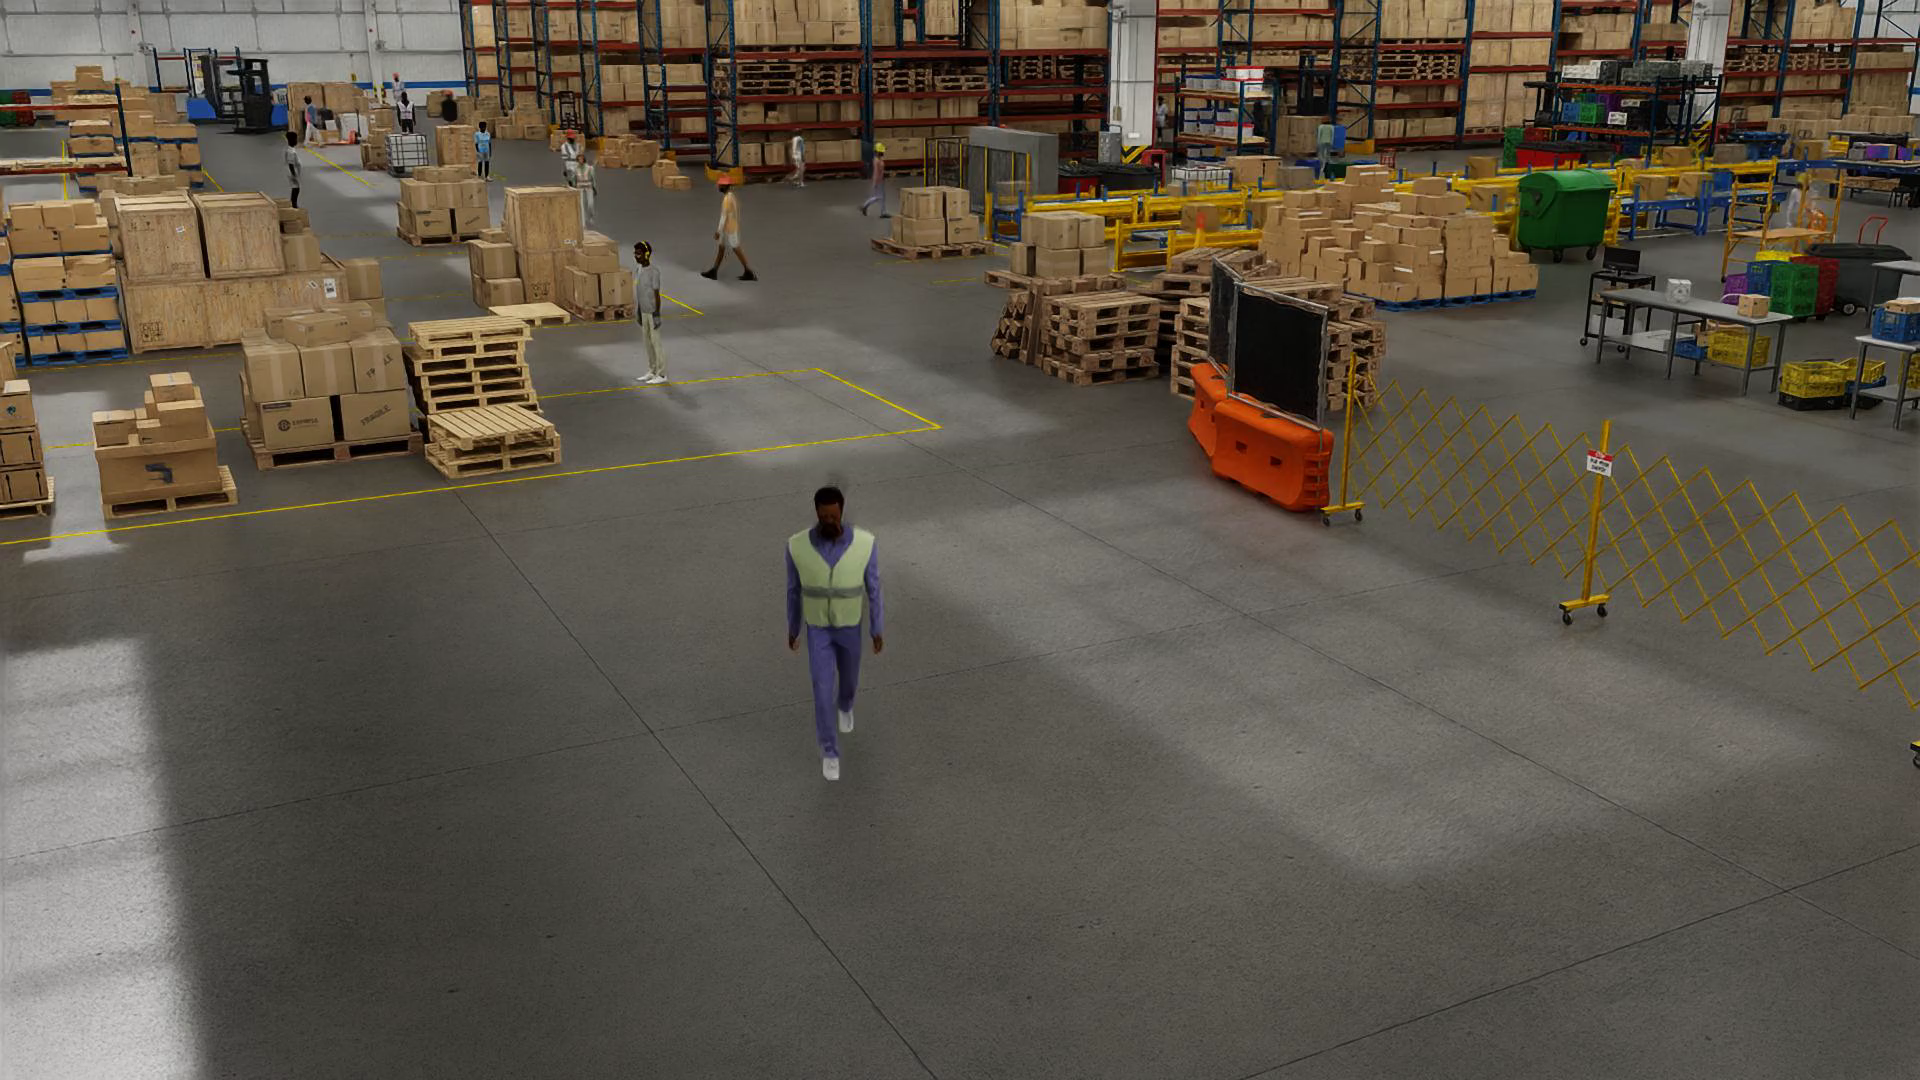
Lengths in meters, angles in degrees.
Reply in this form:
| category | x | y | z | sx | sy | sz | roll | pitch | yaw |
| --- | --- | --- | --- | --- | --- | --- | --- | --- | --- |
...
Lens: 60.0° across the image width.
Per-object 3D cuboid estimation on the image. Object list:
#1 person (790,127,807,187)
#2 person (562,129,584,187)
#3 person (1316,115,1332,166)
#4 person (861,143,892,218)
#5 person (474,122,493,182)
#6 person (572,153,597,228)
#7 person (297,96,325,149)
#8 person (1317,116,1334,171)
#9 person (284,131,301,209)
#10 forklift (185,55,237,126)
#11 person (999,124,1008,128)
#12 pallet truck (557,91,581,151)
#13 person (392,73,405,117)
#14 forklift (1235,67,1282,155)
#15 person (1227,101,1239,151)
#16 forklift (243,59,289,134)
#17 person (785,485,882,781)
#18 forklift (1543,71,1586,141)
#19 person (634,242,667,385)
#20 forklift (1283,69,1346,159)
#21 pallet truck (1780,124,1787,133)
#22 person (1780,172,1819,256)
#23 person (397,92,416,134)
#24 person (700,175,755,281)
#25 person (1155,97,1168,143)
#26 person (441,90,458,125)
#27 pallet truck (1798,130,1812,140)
| category | x | y | z | sx | sy | sz | roll | pitch | yaw |
| --- | --- | --- | --- | --- | --- | --- | --- | --- | --- |
| person | -4.418 | -10.440 | 45.387 | 0.437 | 1.626 | 0.530 | -9 | 20 | -27 |
| person | -9.469 | -9.126 | 40.861 | 0.598 | 1.909 | 0.464 | -15 | 23 | -39 |
| person | 11.126 | -12.151 | 50.765 | 0.508 | 1.619 | 0.629 | -13 | 22 | -34 |
| person | -1.953 | -8.377 | 38.782 | 0.629 | 1.739 | 0.536 | 4 | 18 | 11 |
| person | -13.427 | -10.942 | 46.883 | 0.334 | 1.686 | 0.532 | 15 | 23 | 39 |
| person | -8.402 | -7.825 | 37.239 | 0.542 | 1.624 | 0.499 | -2 | 18 | -5 |
| person | -22.654 | -14.525 | 57.871 | 0.925 | 1.794 | 0.635 | -6 | 19 | -17 |
| person | 10.979 | -11.927 | 50.026 | 0.502 | 1.632 | 0.279 | -3 | 18 | -8 |
| person | -15.782 | -8.680 | 39.387 | 0.381 | 1.956 | 0.606 | -7 | 19 | -20 |
| forklift | -31.232 | -18.690 | 69.103 | 1.873 | 2.768 | 1.129 | -9 | 20 | -26 |
| person | 1.076 | -9.684 | 42.618 | 1.003 | 1.884 | 0.568 | -10 | 20 | -29 |
| pallet truck | -13.495 | -14.412 | 57.188 | 0.823 | 1.965 | 1.885 | -3 | 18 | -9 |
| person | -25.309 | -20.080 | 75.027 | 0.554 | 1.903 | 0.962 | -2 | 18 | -6 |
| forklift | 10.222 | -14.362 | 55.609 | 1.129 | 2.768 | 1.873 | -9 | 20 | -26 |
| person | 9.450 | -14.228 | 57.055 | 0.898 | 1.724 | 0.533 | -15 | 23 | -38 |
| forklift | -27.235 | -17.286 | 64.724 | 1.129 | 2.768 | 1.873 | 7 | 19 | 21 |
| person | -0.818 | 0.517 | 10.830 | 0.610 | 1.892 | 0.906 | -2 | 18 | -6 |
| forklift | 18.685 | -13.231 | 52.085 | 1.873 | 2.768 | 1.129 | -9 | 20 | -26 |
| person | -4.067 | -2.964 | 21.730 | 0.330 | 1.861 | 0.503 | -16 | 24 | -41 |
| forklift | 11.615 | -13.871 | 54.079 | 1.129 | 2.768 | 1.873 | -9 | 20 | -27 |
| pallet truck | 25.206 | -12.542 | 52.601 | 1.601 | 1.201 | 0.680 | 0 | 18 | -2 |
| person | 15.678 | -5.974 | 31.187 | 0.761 | 1.801 | 0.636 | -9 | 20 | -26 |
| person | -19.391 | -14.712 | 58.268 | 0.595 | 1.914 | 0.384 | -10 | 20 | -27 |
| person | -4.187 | -5.604 | 29.914 | 0.997 | 1.887 | 0.546 | -1 | 18 | -4 |
| person | 7.216 | -15.180 | 60.138 | 0.542 | 1.649 | 0.896 | 10 | 21 | 29 |
| person | -17.894 | -14.821 | 58.526 | 0.611 | 1.961 | 0.762 | 2 | 18 | 7 |
| pallet truck | 25.526 | -11.556 | 49.408 | 1.630 | 1.274 | 0.653 | -9 | 20 | -26 |
